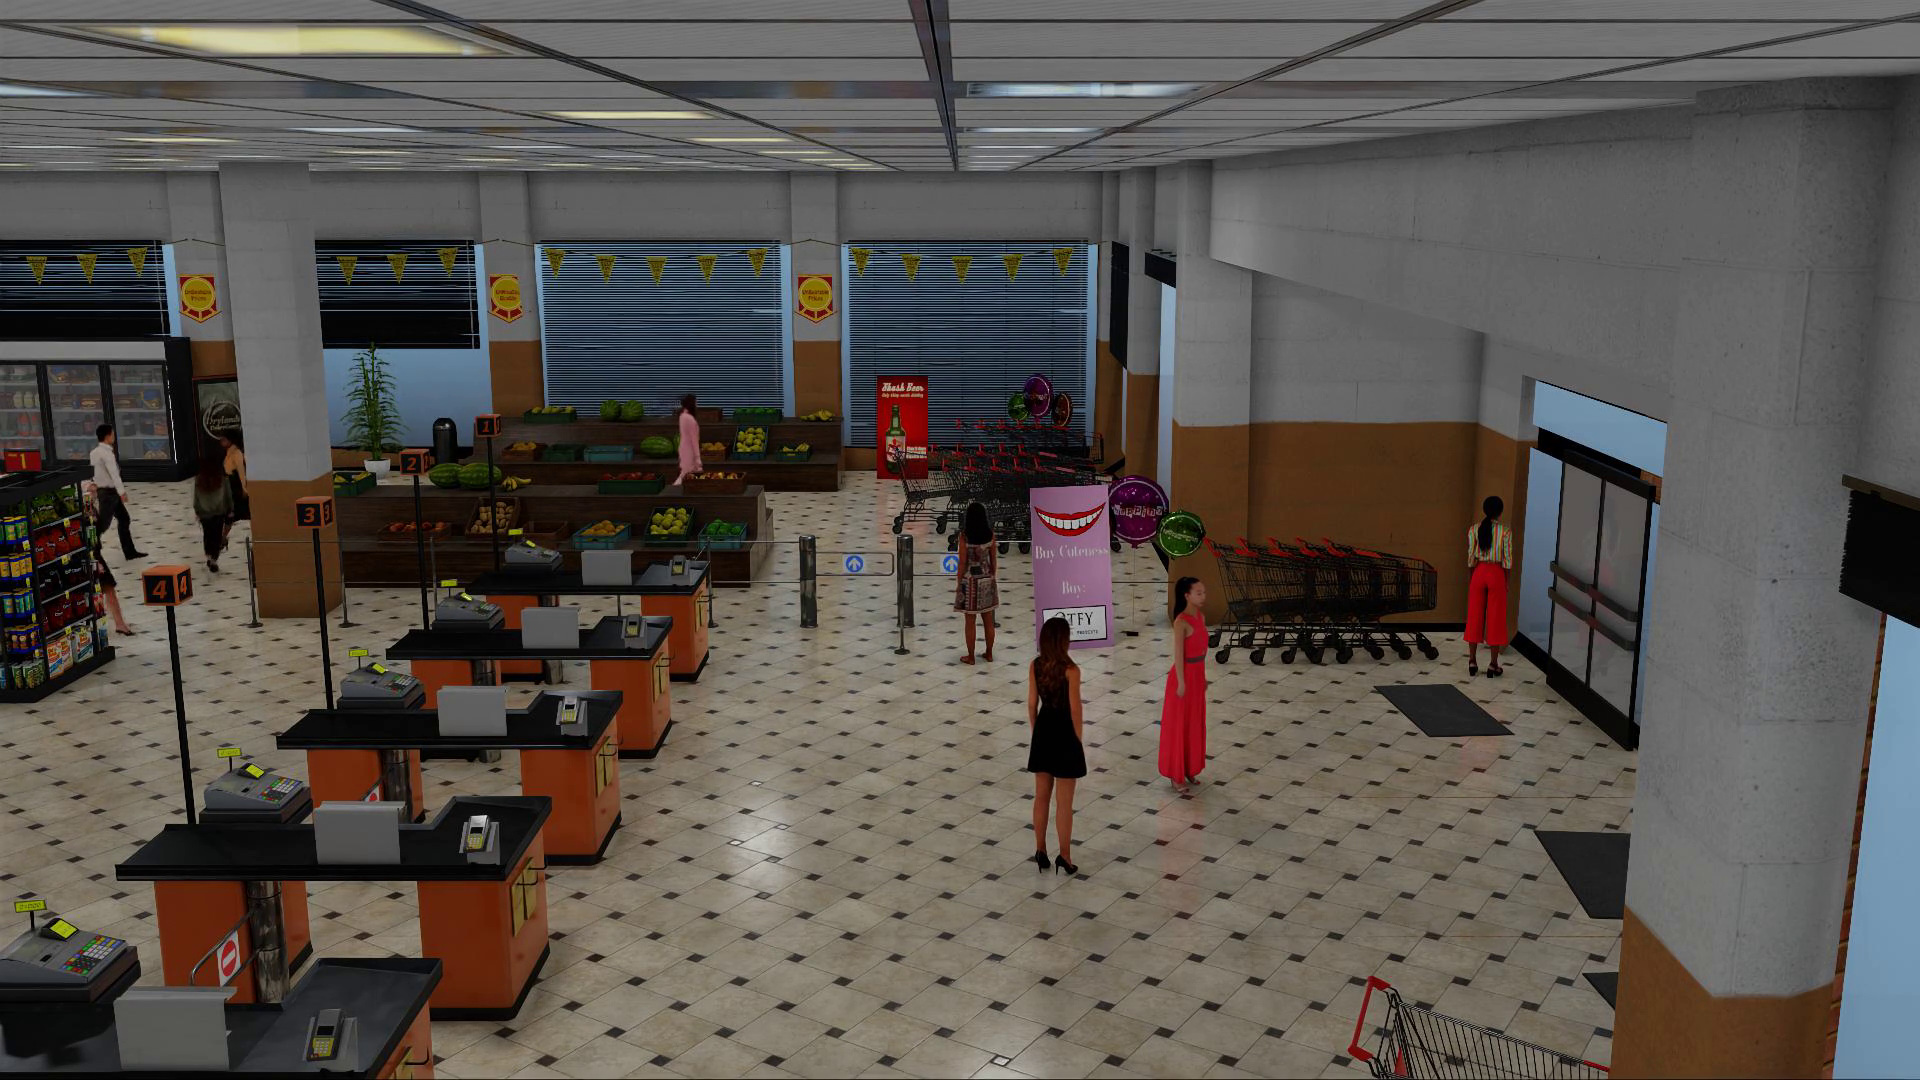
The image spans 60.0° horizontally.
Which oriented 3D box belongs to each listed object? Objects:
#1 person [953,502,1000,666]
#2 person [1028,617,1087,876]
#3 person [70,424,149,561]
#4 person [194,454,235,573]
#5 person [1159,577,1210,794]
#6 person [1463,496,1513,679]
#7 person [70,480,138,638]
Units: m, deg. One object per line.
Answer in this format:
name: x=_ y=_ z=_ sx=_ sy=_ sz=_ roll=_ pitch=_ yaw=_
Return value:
person: x=0.165 y=0.427 z=16.753 sx=0.641 sy=1.644 sz=0.784 roll=-6 pitch=13 yaw=-27
person: x=0.655 y=1.429 z=11.533 sx=0.642 sy=1.834 sz=0.732 roll=8 pitch=14 yaw=34
person: x=-10.867 y=-0.532 z=21.001 sx=1.234 sy=1.772 sz=1.138 roll=-10 pitch=15 yaw=-39
person: x=-9.328 y=-0.318 z=20.746 sx=0.732 sy=1.458 sz=0.752 roll=-4 pitch=12 yaw=-17
person: x=1.804 y=1.132 z=13.204 sx=0.757 sy=1.727 sz=0.717 roll=9 pitch=15 yaw=37
person: x=5.172 y=0.449 z=16.292 sx=0.634 sy=1.792 sz=0.739 roll=7 pitch=14 yaw=31
person: x=-9.255 y=0.247 z=17.476 sx=1.083 sy=1.699 sz=0.693 roll=2 pitch=12 yaw=8
